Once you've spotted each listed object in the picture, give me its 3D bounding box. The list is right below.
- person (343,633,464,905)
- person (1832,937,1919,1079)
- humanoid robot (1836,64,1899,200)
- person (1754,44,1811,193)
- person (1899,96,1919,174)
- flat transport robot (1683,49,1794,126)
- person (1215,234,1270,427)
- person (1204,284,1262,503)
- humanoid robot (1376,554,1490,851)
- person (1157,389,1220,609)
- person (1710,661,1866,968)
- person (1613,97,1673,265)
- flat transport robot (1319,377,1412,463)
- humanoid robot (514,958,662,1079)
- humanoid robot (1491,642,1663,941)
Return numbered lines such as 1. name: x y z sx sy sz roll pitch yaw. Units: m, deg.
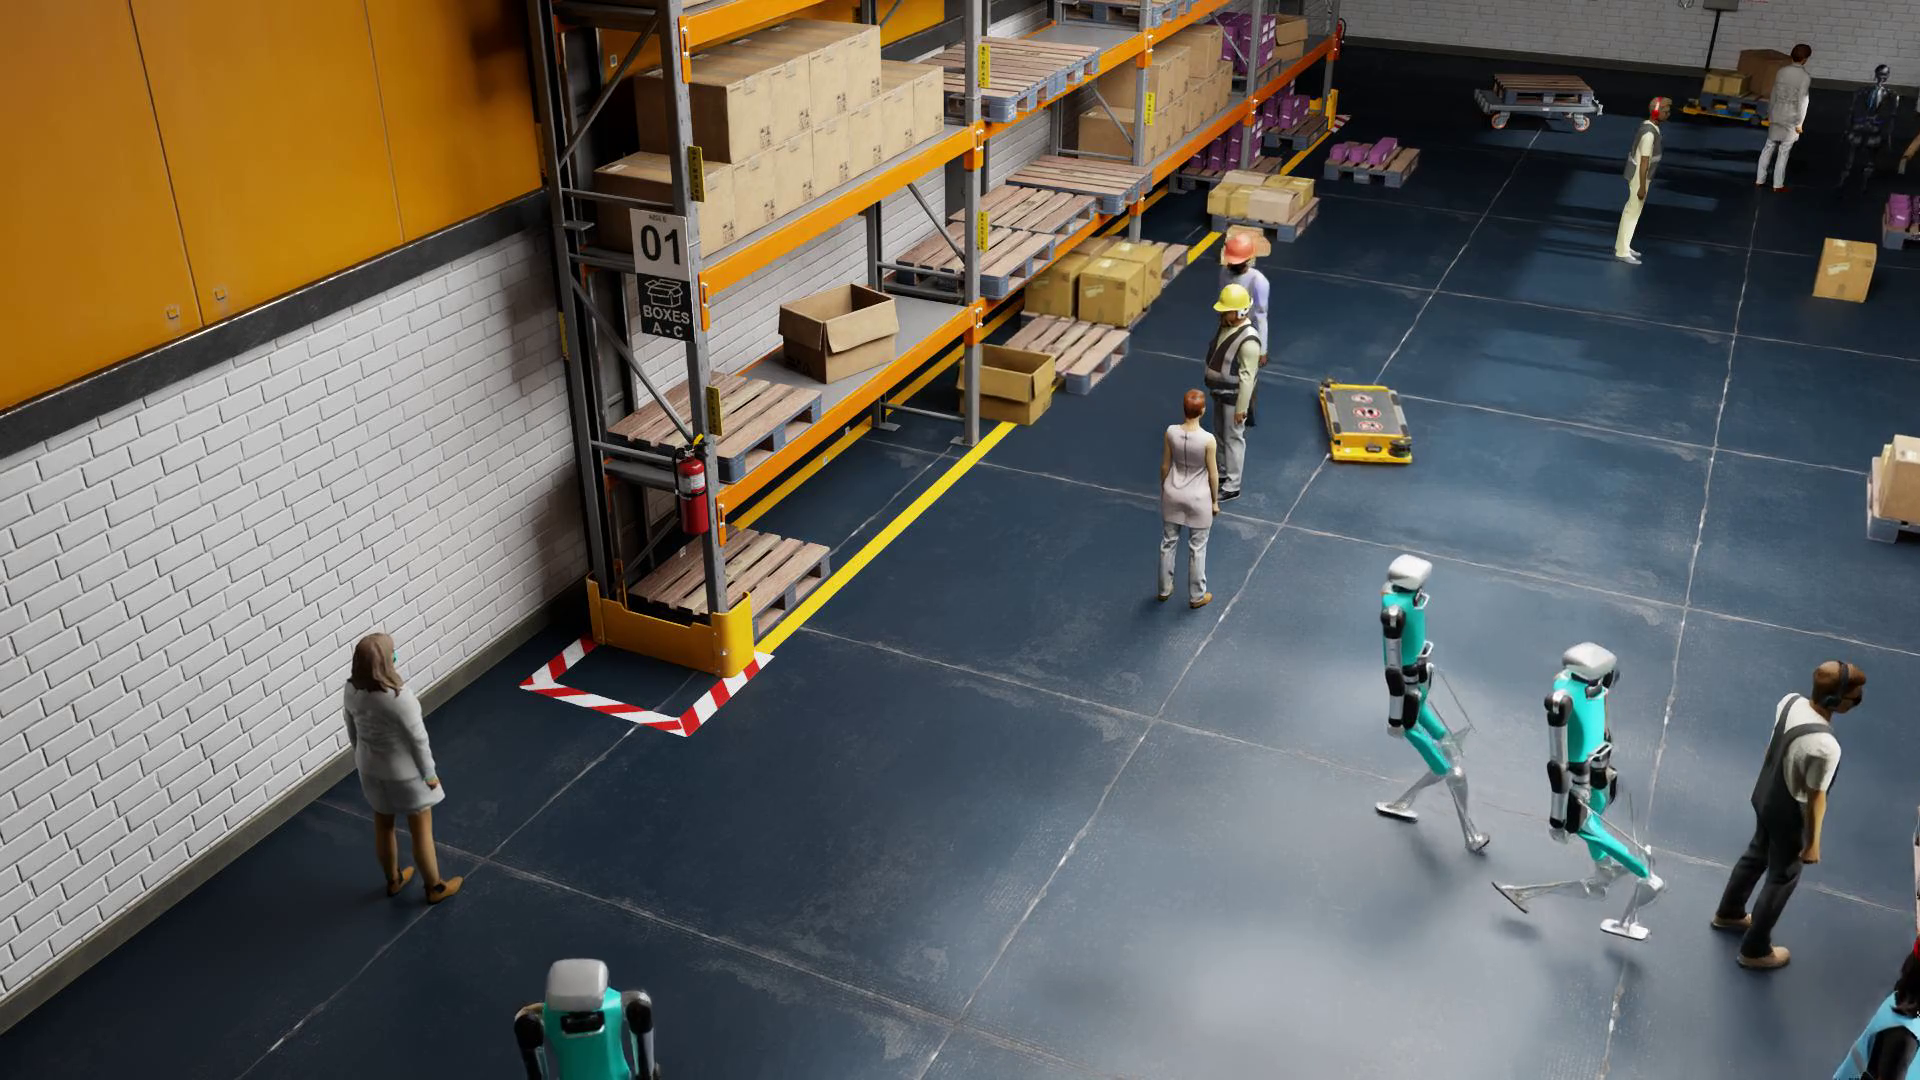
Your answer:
1. person: -3.038 1.230 8.978 0.484 1.659 0.343 10 30 18
2. person: 3.860 2.365 6.701 0.564 1.817 0.977 -19 34 -31
3. humanoid robot: 11.263 -5.052 20.651 0.611 1.638 0.683 23 36 36
4. person: 10.388 -5.296 20.906 0.365 1.830 0.501 -15 32 -25
5. person: 12.572 -5.506 21.389 0.577 1.734 0.573 -16 32 -27
6. flat transport robot: 11.468 -6.314 24.435 1.431 0.231 0.659 22 35 35
7. person: 2.381 -1.715 14.198 0.808 1.888 0.656 -17 33 -28
8. person: 2.152 -1.180 13.283 0.403 1.824 0.590 -6 29 -11
9. humanoid robot: 2.759 0.982 9.427 0.901 1.833 0.557 13 31 23
10. person: 1.626 -0.289 11.799 0.437 1.658 0.286 15 32 25
11. person: 4.228 1.398 8.492 0.350 1.833 0.517 0 28 -1
12. person: 7.563 -4.009 18.501 0.374 1.843 0.567 10 30 17
13. flat transport robot: 3.567 -1.060 14.693 0.659 0.231 1.431 3 28 5
14. humanoid robot: -1.399 2.533 6.492 0.530 1.777 0.911 -5 29 -9
15. humanoid robot: 3.374 1.415 8.577 0.537 1.714 1.014 -24 37 -38
